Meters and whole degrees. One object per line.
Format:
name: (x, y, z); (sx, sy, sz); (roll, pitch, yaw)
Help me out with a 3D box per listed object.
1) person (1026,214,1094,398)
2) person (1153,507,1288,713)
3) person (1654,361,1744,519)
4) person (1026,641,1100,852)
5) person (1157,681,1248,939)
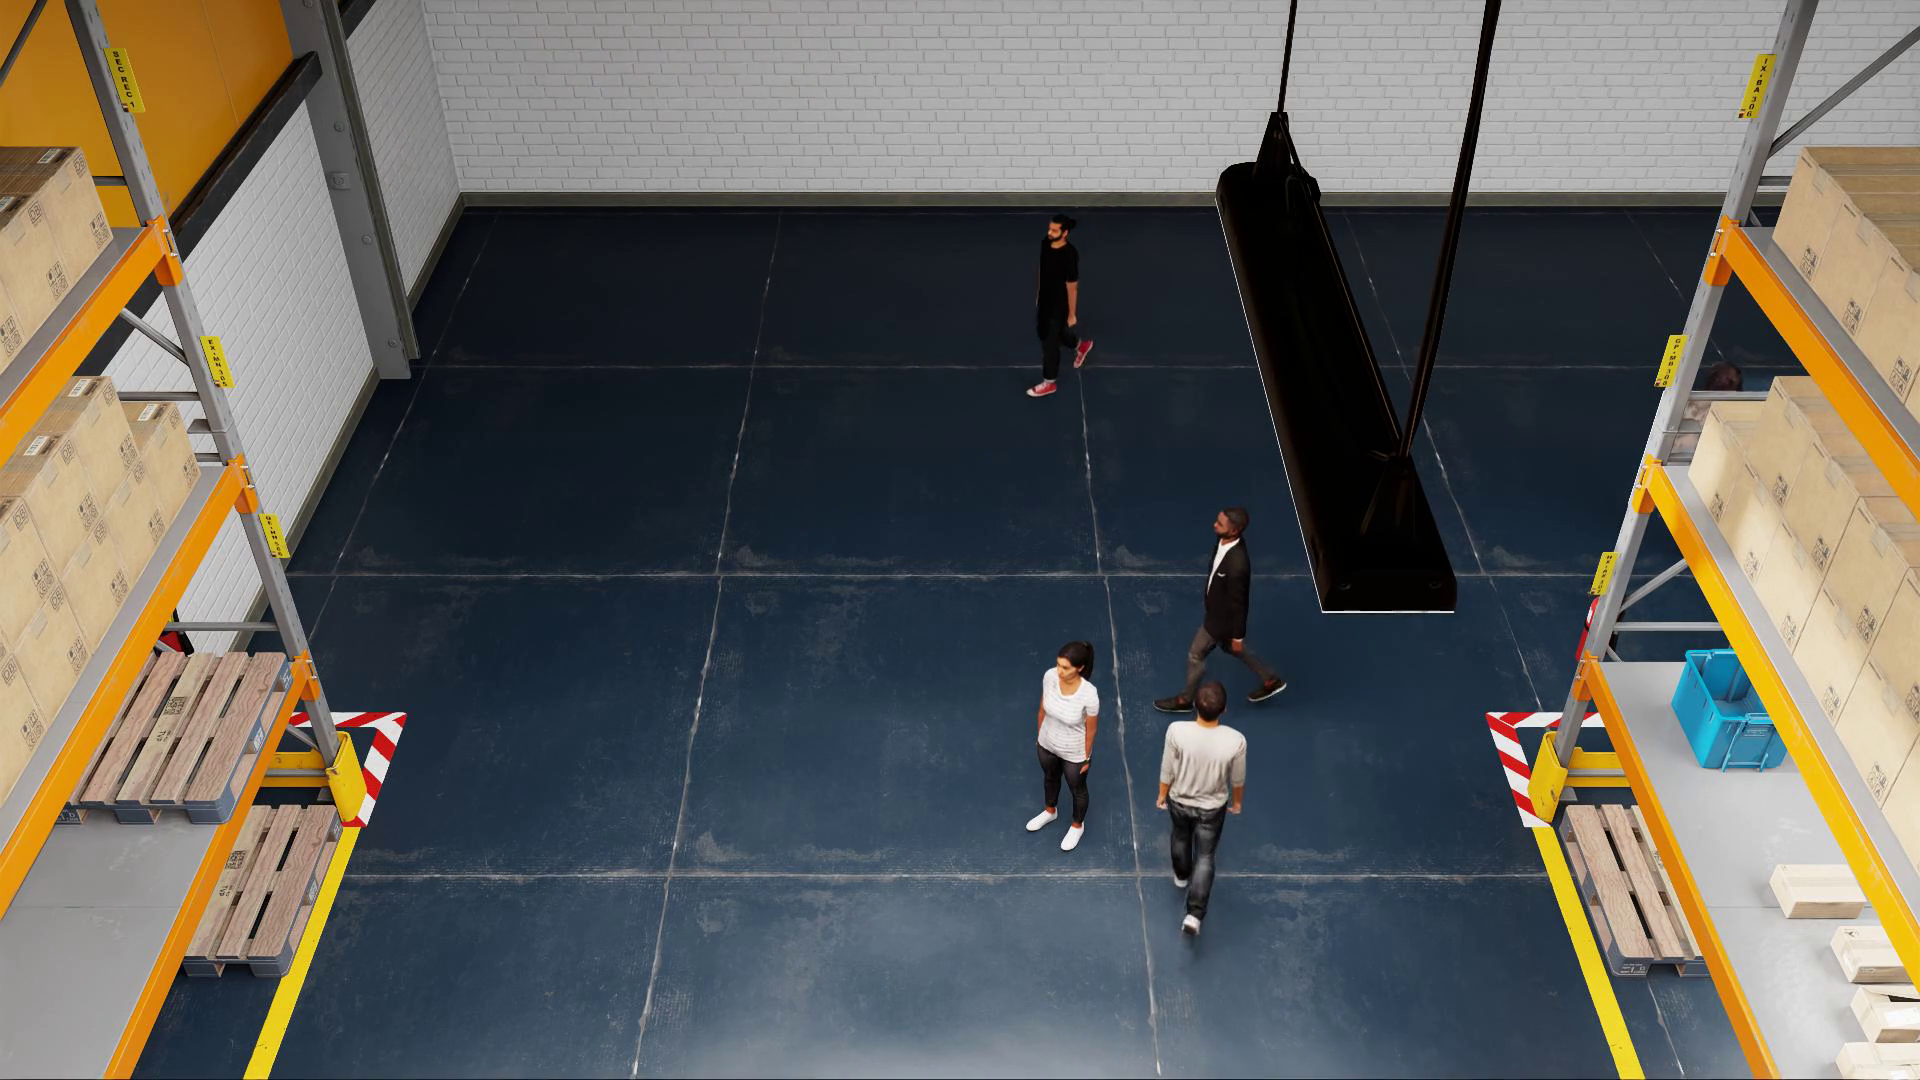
person: (0.908, -2.090, 14.548); (0.963, 1.740, 1.013); (-18, 42, -21)
person: (1.880, 0.513, 11.271); (0.730, 1.763, 1.087); (1, 39, 1)
person: (5.721, -0.599, 12.803); (0.796, 1.587, 1.078); (-12, 40, -14)
person: (0.667, 1.265, 10.422); (0.660, 1.646, 0.704); (27, 46, 29)
person: (1.409, 1.605, 9.881); (0.802, 1.789, 1.086); (8, 39, 10)
